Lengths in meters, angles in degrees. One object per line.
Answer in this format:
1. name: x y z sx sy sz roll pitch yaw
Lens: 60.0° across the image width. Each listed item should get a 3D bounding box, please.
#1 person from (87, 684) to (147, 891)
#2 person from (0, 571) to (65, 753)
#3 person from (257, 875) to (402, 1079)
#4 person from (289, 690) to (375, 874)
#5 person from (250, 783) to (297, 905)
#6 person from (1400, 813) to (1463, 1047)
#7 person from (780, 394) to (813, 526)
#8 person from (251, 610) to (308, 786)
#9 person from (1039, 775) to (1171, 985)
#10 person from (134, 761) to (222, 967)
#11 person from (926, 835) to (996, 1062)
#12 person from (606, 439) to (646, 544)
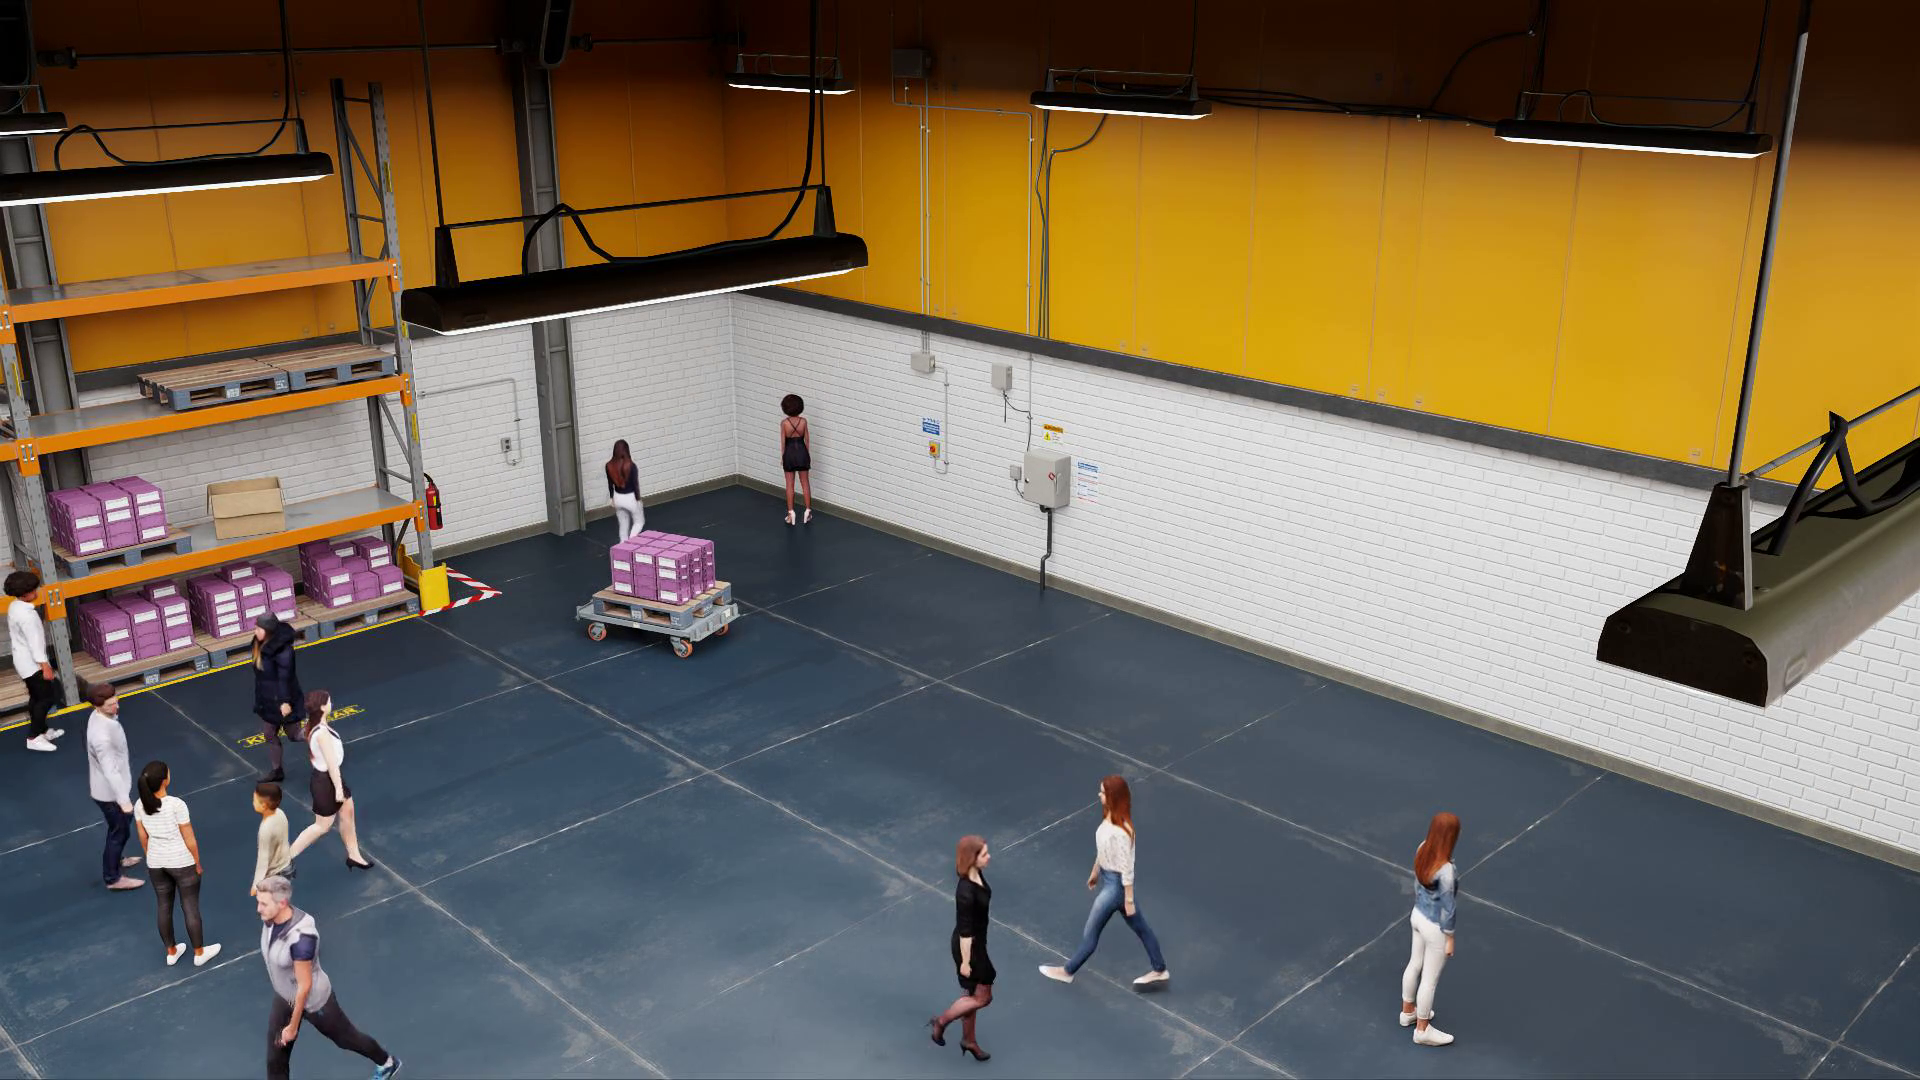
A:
1. person: -6.833 1.980 13.317 0.732 1.808 0.885 -15 24 -38
2. person: -8.844 1.133 15.841 0.703 1.803 0.623 16 25 40
3. person: -4.078 2.914 10.600 0.841 1.773 1.328 13 22 33
4. person: -5.205 2.031 13.464 1.056 1.619 0.727 -11 21 -29
5. person: -5.040 2.481 12.374 0.712 1.461 0.670 -3 19 -9
6. person: 3.248 2.657 11.477 0.707 1.701 0.693 -3 19 -10
7. person: -2.216 -1.089 22.466 0.623 1.787 0.716 -6 19 -16
8. person: -6.141 1.425 15.203 0.742 1.656 1.023 14 23 36
9. person: 1.226 2.502 11.975 1.159 1.676 1.141 1 19 3
10. person: -5.851 2.393 12.344 0.657 1.646 0.700 2 19 6
11. person: -0.012 2.758 11.185 0.848 1.694 0.793 2 19 5
12. person: -4.211 -0.462 20.903 0.718 1.596 0.745 5 19 15
